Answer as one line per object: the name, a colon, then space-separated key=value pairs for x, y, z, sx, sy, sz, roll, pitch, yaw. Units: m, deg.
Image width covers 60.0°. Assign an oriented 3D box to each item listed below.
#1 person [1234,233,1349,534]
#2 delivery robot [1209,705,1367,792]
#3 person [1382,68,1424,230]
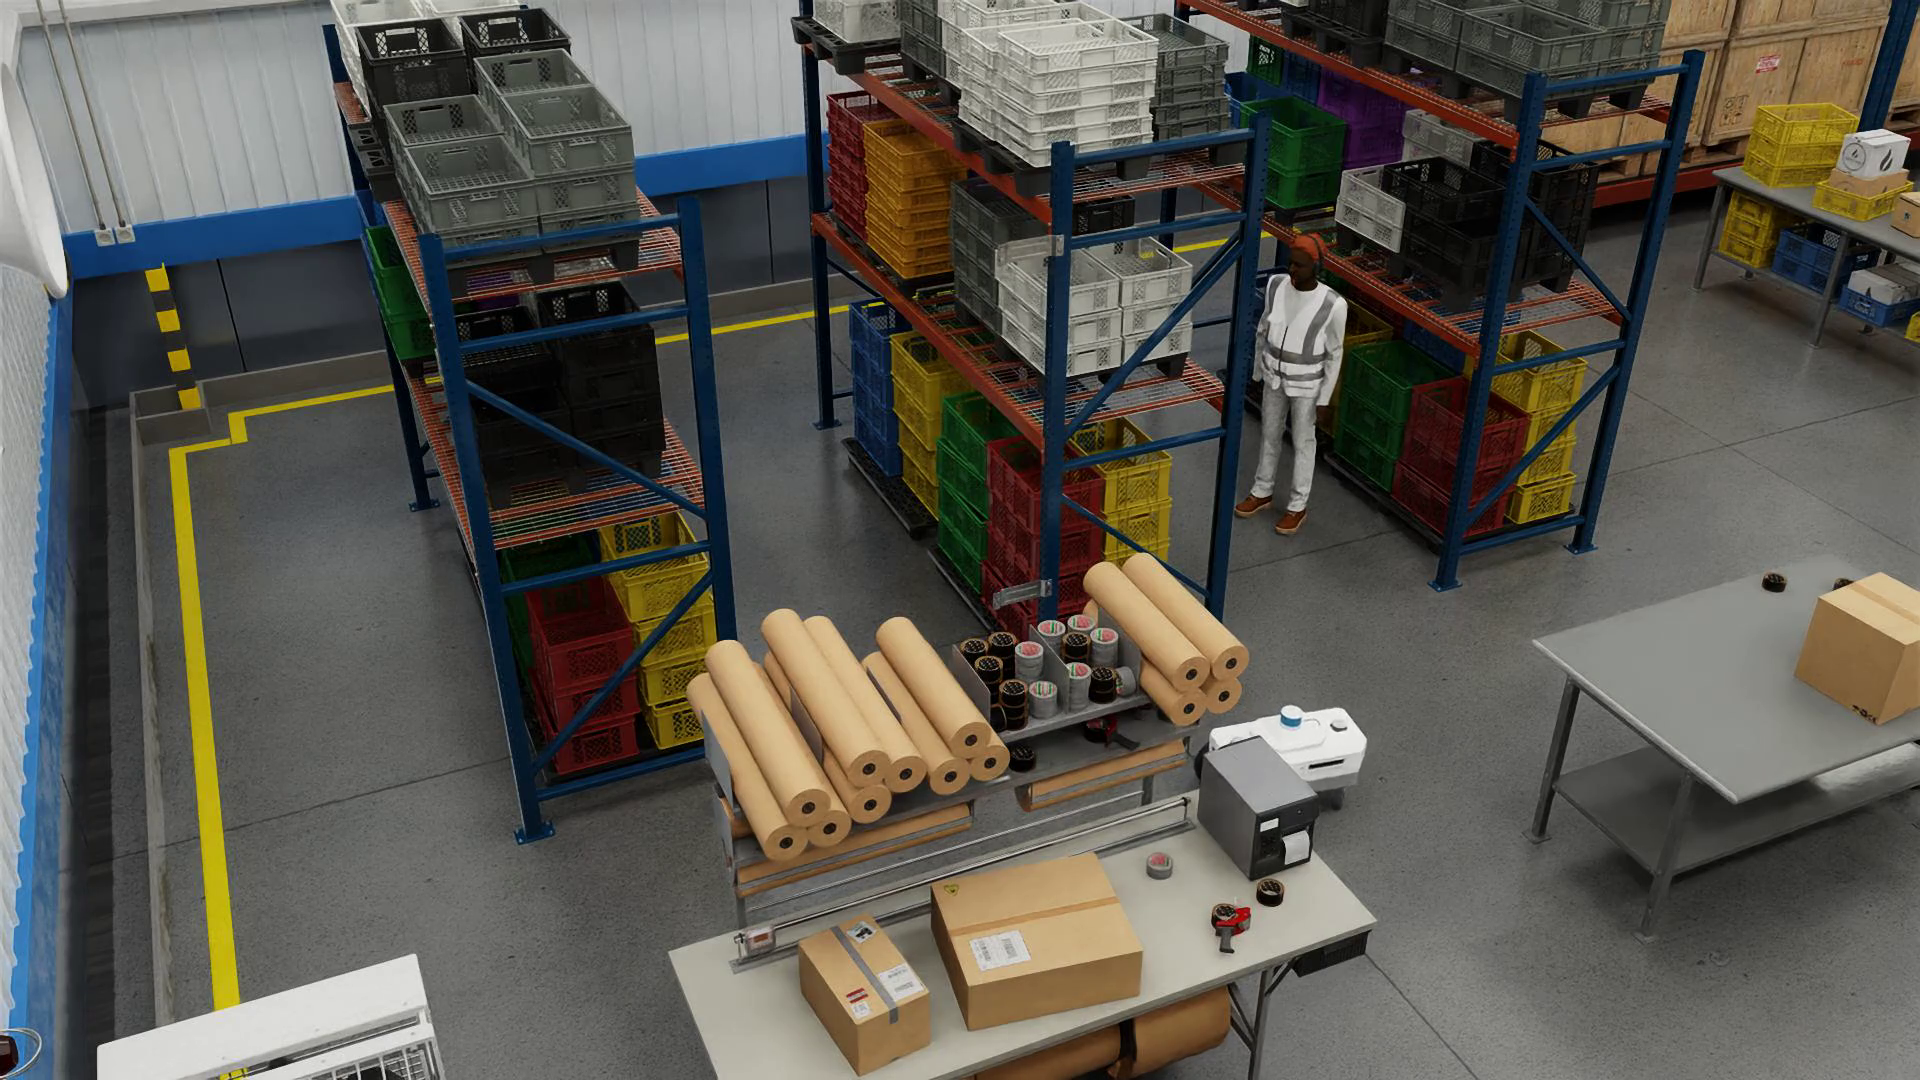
person: x=1.979 y=-0.931 z=9.932 sx=0.573 sy=1.883 sz=0.356 roll=28 pitch=41 yaw=37
delivery robot: x=1.564 y=1.011 z=7.947 sx=0.707 sy=0.478 sz=0.477 roll=-8 pitch=32 yaw=-13
person: x=3.745 y=-3.450 z=13.969 sx=0.372 sy=1.940 sz=0.627 roll=-5 pitch=32 yaw=-9
